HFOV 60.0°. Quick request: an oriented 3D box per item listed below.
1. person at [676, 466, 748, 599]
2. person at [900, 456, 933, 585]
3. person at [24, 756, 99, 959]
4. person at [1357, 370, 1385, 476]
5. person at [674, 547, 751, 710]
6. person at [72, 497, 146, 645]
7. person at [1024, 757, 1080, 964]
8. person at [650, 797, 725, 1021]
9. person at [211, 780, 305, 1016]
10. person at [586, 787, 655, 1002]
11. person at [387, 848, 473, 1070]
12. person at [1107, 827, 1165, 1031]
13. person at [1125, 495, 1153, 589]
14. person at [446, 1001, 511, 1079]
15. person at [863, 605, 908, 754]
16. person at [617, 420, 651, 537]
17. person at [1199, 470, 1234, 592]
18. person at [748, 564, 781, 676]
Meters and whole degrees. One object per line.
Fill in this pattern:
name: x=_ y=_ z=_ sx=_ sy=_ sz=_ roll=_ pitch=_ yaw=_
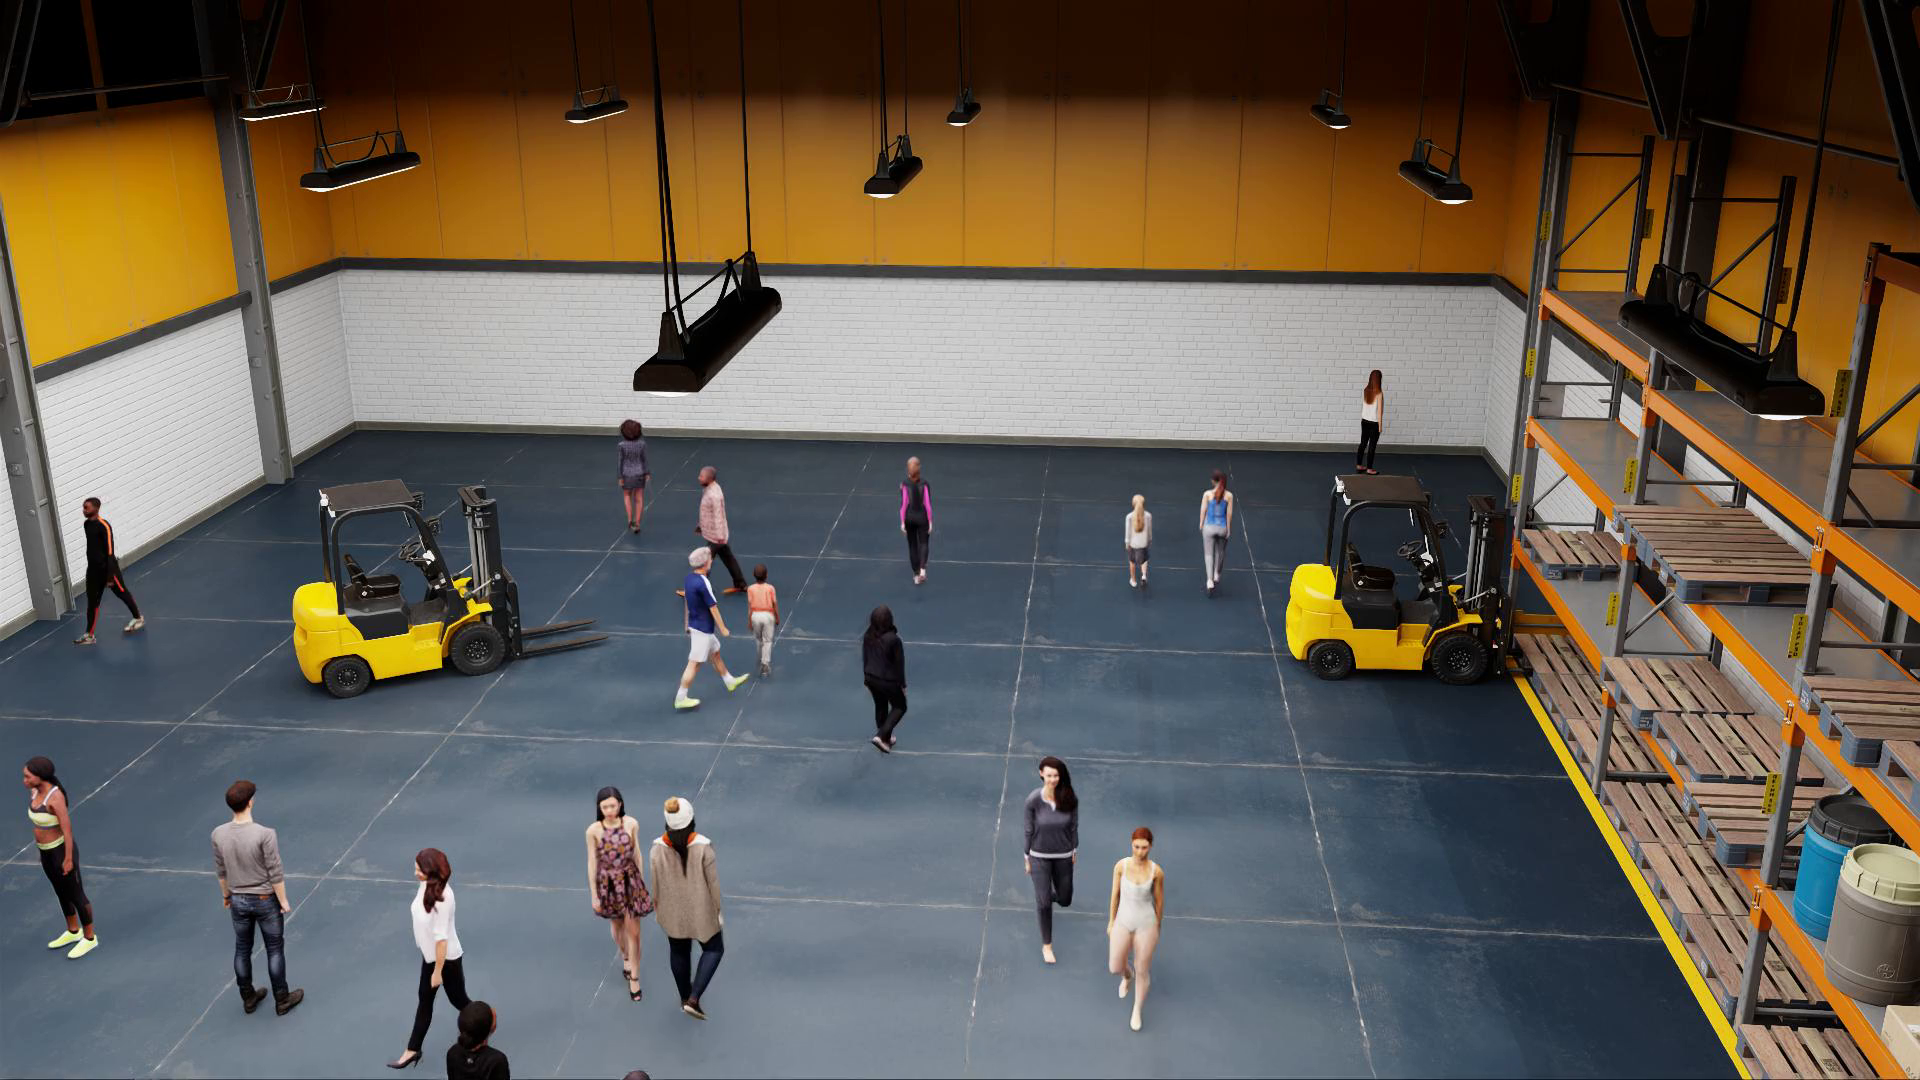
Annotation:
person: x=-3.045 y=-0.082 z=21.348 sx=0.981 sy=1.760 sz=1.183 roll=-3 pitch=19 yaw=-10
person: x=-0.585 y=-0.217 z=21.785 sx=0.614 sy=1.737 sz=0.717 roll=-1 pitch=19 yaw=-4
person: x=-7.326 y=2.552 z=13.538 sx=0.636 sy=1.753 sz=0.652 roll=12 pitch=22 yaw=32
person: x=6.617 y=-1.893 z=26.789 sx=0.705 sy=1.719 sz=0.613 roll=-10 pitch=21 yaw=-27
person: x=-2.885 y=0.999 z=18.103 sx=1.132 sy=1.782 sz=1.195 roll=-10 pitch=21 yaw=-28
person: x=-10.243 y=0.348 z=20.076 sx=0.934 sy=1.758 sz=1.258 roll=9 pitch=20 yaw=24
person: x=0.711 y=2.544 z=13.567 sx=0.783 sy=1.749 sz=0.985 roll=-4 pitch=19 yaw=-11
person: x=-2.080 y=2.808 z=12.575 sx=0.732 sy=1.882 sz=0.855 roll=3 pitch=19 yaw=8
person: x=-5.406 y=2.750 z=12.722 sx=0.662 sy=1.900 sz=0.535 roll=2 pitch=19 yaw=5
person: x=-2.708 y=2.710 z=13.077 sx=0.816 sy=1.748 sz=0.932 roll=-6 pitch=20 yaw=-18
person: x=-3.691 y=3.029 z=12.115 sx=1.046 sy=1.757 sz=0.991 roll=-14 pitch=23 yaw=-36
person: x=1.348 y=2.903 z=12.681 sx=0.622 sy=1.634 sz=0.722 roll=4 pitch=19 yaw=13
person: x=2.351 y=0.040 z=21.762 sx=0.549 sy=1.265 sz=0.675 roll=0 pitch=19 yaw=-1
person: x=-2.999 y=3.679 z=10.359 sx=0.746 sy=1.645 sz=1.119 roll=6 pitch=20 yaw=17
person: x=-0.802 y=1.469 z=16.984 sx=0.820 sy=1.606 sz=0.904 roll=11 pitch=21 yaw=29
person: x=-4.658 y=-0.862 z=23.790 sx=0.758 sy=1.681 sz=0.808 roll=-6 pitch=19 yaw=-16
person: x=3.327 y=-0.096 z=21.677 sx=0.626 sy=1.576 sz=1.027 roll=0 pitch=19 yaw=-1
person: x=-2.263 y=0.927 z=19.094 sx=0.494 sy=1.286 sz=0.864 roll=2 pitch=19 yaw=6
